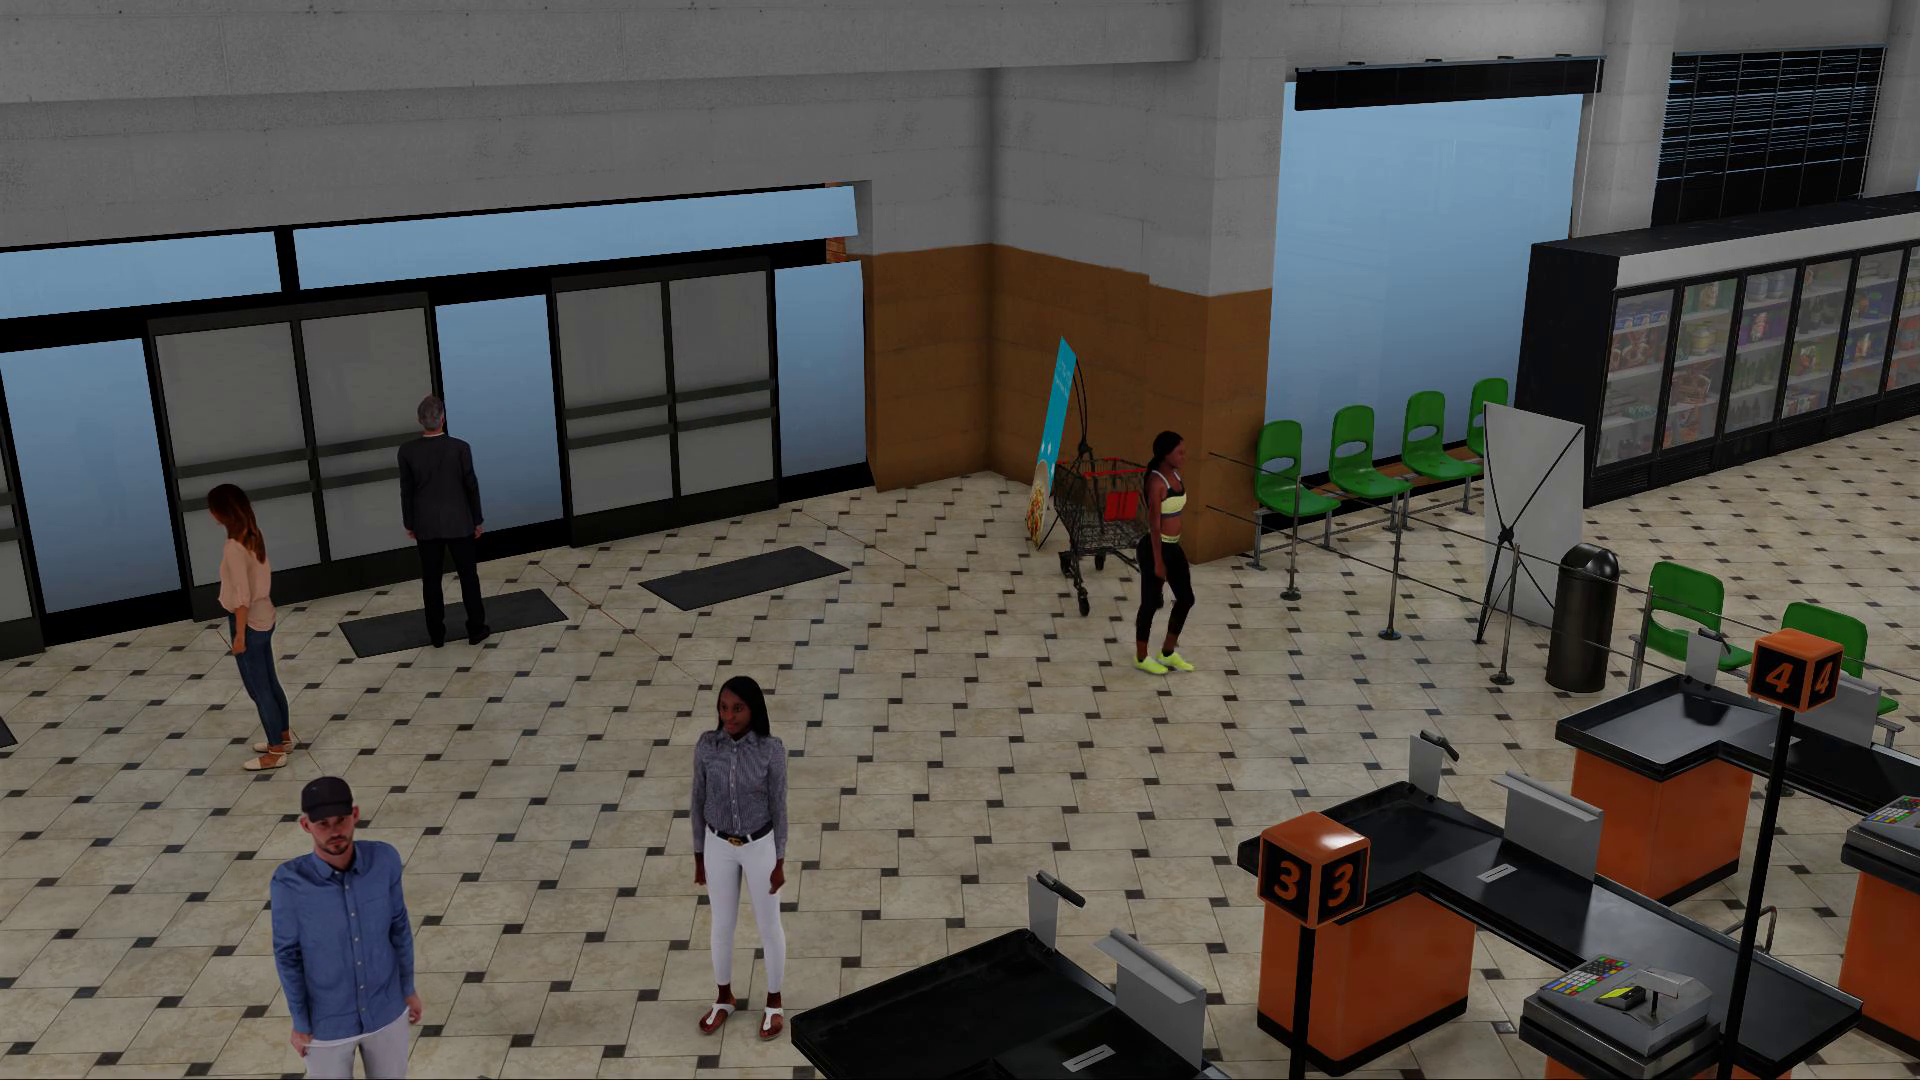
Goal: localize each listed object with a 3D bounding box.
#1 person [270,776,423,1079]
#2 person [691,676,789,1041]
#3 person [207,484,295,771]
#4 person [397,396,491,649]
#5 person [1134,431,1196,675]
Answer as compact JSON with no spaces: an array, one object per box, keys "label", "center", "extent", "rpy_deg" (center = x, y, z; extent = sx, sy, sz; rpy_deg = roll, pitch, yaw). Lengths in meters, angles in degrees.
[{"label":"person","center":[-2.265,1.748,6.204],"extent":[0.639,1.887,0.549],"rpy_deg":[-13,22,-33]},{"label":"person","center":[-0.973,1.410,7.460],"extent":[0.665,1.725,0.725],"rpy_deg":[3,19,10]},{"label":"person","center":[-4.255,0.518,10.005],"extent":[0.736,1.789,0.613],"rpy_deg":[-2,19,-7]},{"label":"person","center":[-3.679,-0.135,11.857],"extent":[0.802,1.842,0.769],"rpy_deg":[-3,19,-10]},{"label":"person","center":[1.292,0.088,11.355],"extent":[0.749,1.741,0.700],"rpy_deg":[13,22,33]}]
